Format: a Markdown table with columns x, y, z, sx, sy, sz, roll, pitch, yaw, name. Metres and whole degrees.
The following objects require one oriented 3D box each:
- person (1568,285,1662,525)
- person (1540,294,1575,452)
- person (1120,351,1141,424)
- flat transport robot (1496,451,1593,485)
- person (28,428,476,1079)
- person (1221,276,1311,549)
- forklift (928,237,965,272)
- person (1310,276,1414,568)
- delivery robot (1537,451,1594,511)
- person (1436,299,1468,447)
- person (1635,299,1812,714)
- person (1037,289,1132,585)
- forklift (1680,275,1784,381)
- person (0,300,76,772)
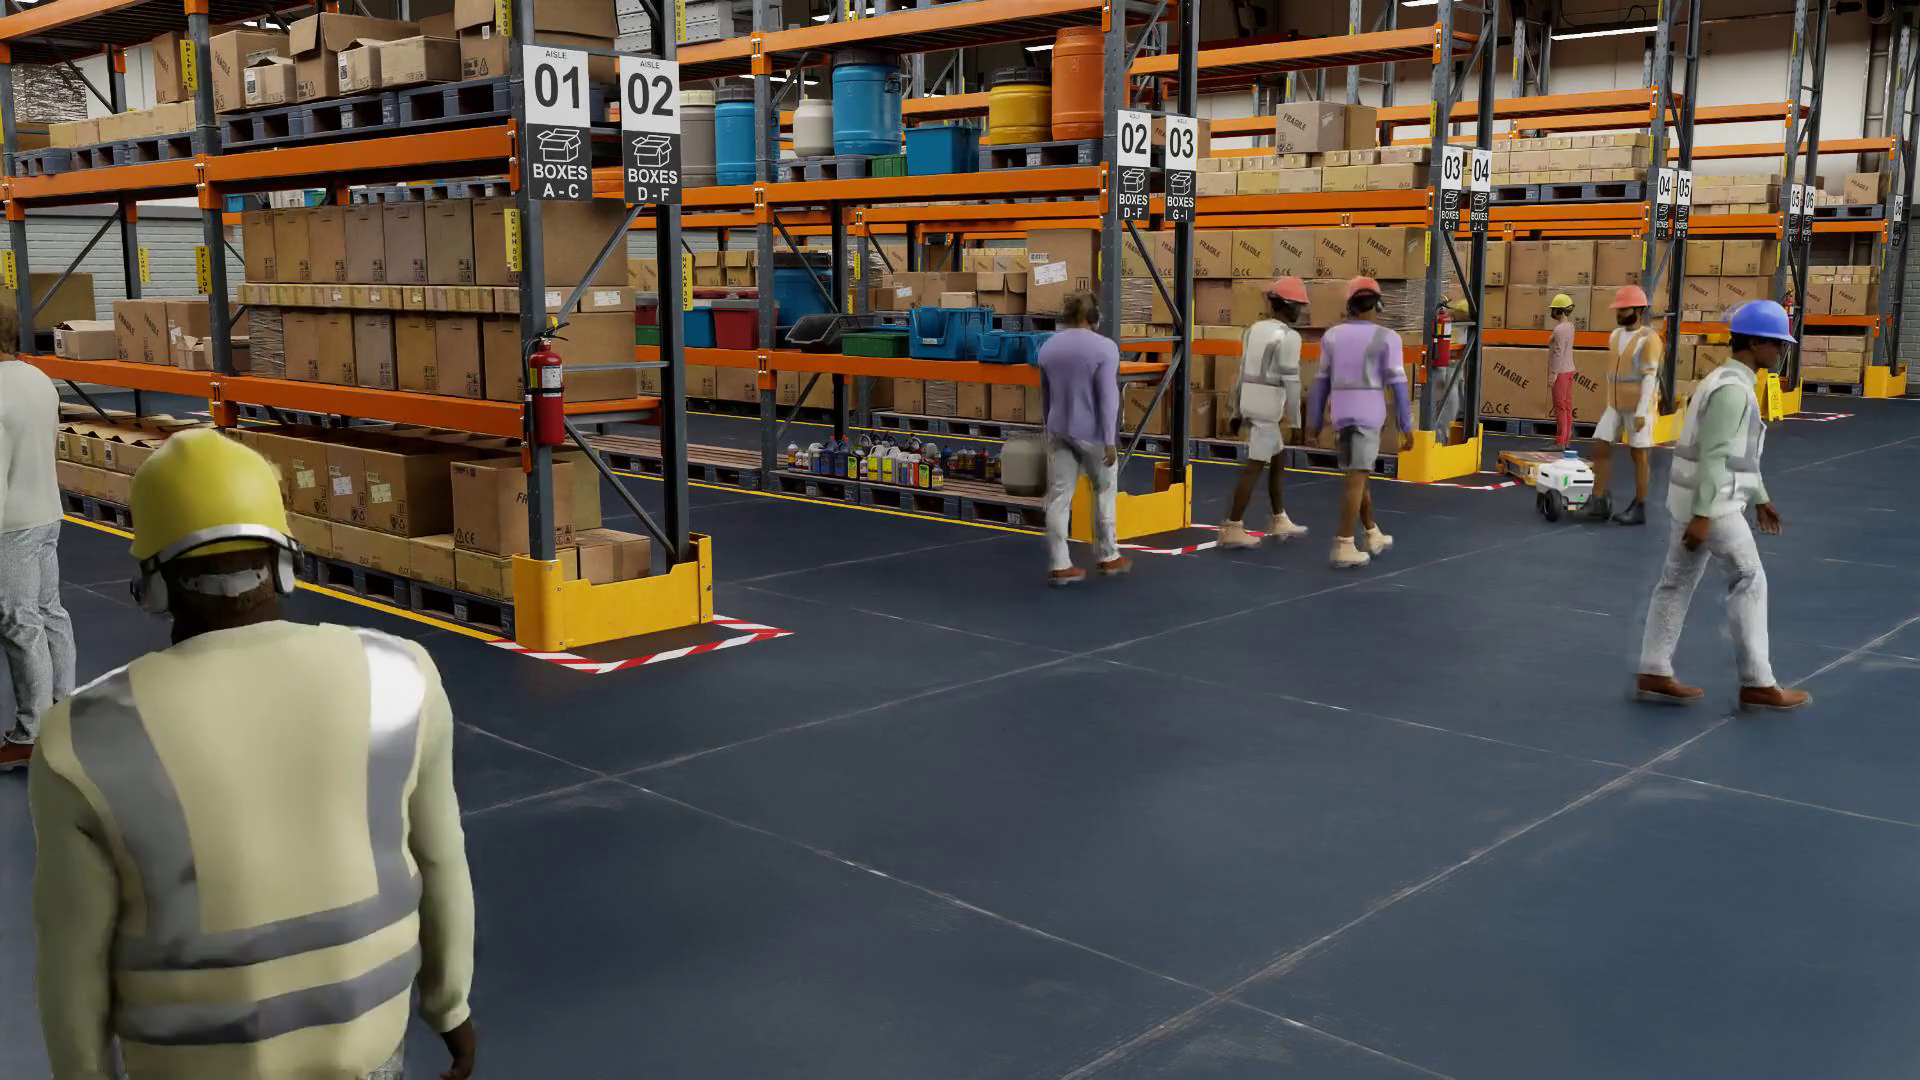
| x | y | z | sx | sy | sz | roll | pitch | yaw | name |
| --- | --- | --- | --- | --- | --- | --- | --- | --- | --- |
| 5.237 | -1.066 | 13.290 | 0.780 | 1.913 | 0.571 | -3 | 10 | -20 | person |
| 6.731 | -1.870 | 18.684 | 0.318 | 1.769 | 0.522 | 6 | 11 | 34 | person |
| 2.247 | -2.357 | 22.080 | 0.285 | 1.633 | 0.498 | 7 | 12 | 38 | person |
| 5.747 | -0.711 | 16.282 | 0.652 | 0.197 | 1.431 | 1 | 9 | 5 | flat transport robot |
| -1.054 | 0.737 | 2.535 | 0.618 | 1.816 | 0.417 | -7 | 11 | -36 | person |
| 2.331 | -0.938 | 12.285 | 0.942 | 1.984 | 0.628 | -3 | 10 | -18 | person |
| -0.326 | -5.817 | 39.609 | 1.129 | 2.768 | 1.873 | 9 | 13 | 43 | forklift |
| 2.880 | -0.839 | 11.672 | 0.930 | 1.987 | 0.685 | -8 | 12 | -40 | person |
| 5.066 | -0.498 | 13.823 | 0.477 | 0.478 | 0.707 | 0 | 9 | 1 | delivery robot |
| 5.583 | -1.869 | 18.813 | 0.503 | 1.716 | 0.504 | -6 | 11 | -31 | person |
| 3.618 | -0.150 | 7.715 | 0.864 | 1.901 | 0.614 | 3 | 10 | 16 | person |
| 0.857 | -0.685 | 10.964 | 0.662 | 1.910 | 0.830 | 7 | 12 | 38 | person |
| 12.480 | -3.427 | 27.053 | 1.214 | 2.155 | 2.313 | 9 | 13 | 43 | forklift |
| -3.927 | -0.031 | 6.885 | 0.373 | 1.940 | 0.628 | -1 | 9 | -7 | person |
